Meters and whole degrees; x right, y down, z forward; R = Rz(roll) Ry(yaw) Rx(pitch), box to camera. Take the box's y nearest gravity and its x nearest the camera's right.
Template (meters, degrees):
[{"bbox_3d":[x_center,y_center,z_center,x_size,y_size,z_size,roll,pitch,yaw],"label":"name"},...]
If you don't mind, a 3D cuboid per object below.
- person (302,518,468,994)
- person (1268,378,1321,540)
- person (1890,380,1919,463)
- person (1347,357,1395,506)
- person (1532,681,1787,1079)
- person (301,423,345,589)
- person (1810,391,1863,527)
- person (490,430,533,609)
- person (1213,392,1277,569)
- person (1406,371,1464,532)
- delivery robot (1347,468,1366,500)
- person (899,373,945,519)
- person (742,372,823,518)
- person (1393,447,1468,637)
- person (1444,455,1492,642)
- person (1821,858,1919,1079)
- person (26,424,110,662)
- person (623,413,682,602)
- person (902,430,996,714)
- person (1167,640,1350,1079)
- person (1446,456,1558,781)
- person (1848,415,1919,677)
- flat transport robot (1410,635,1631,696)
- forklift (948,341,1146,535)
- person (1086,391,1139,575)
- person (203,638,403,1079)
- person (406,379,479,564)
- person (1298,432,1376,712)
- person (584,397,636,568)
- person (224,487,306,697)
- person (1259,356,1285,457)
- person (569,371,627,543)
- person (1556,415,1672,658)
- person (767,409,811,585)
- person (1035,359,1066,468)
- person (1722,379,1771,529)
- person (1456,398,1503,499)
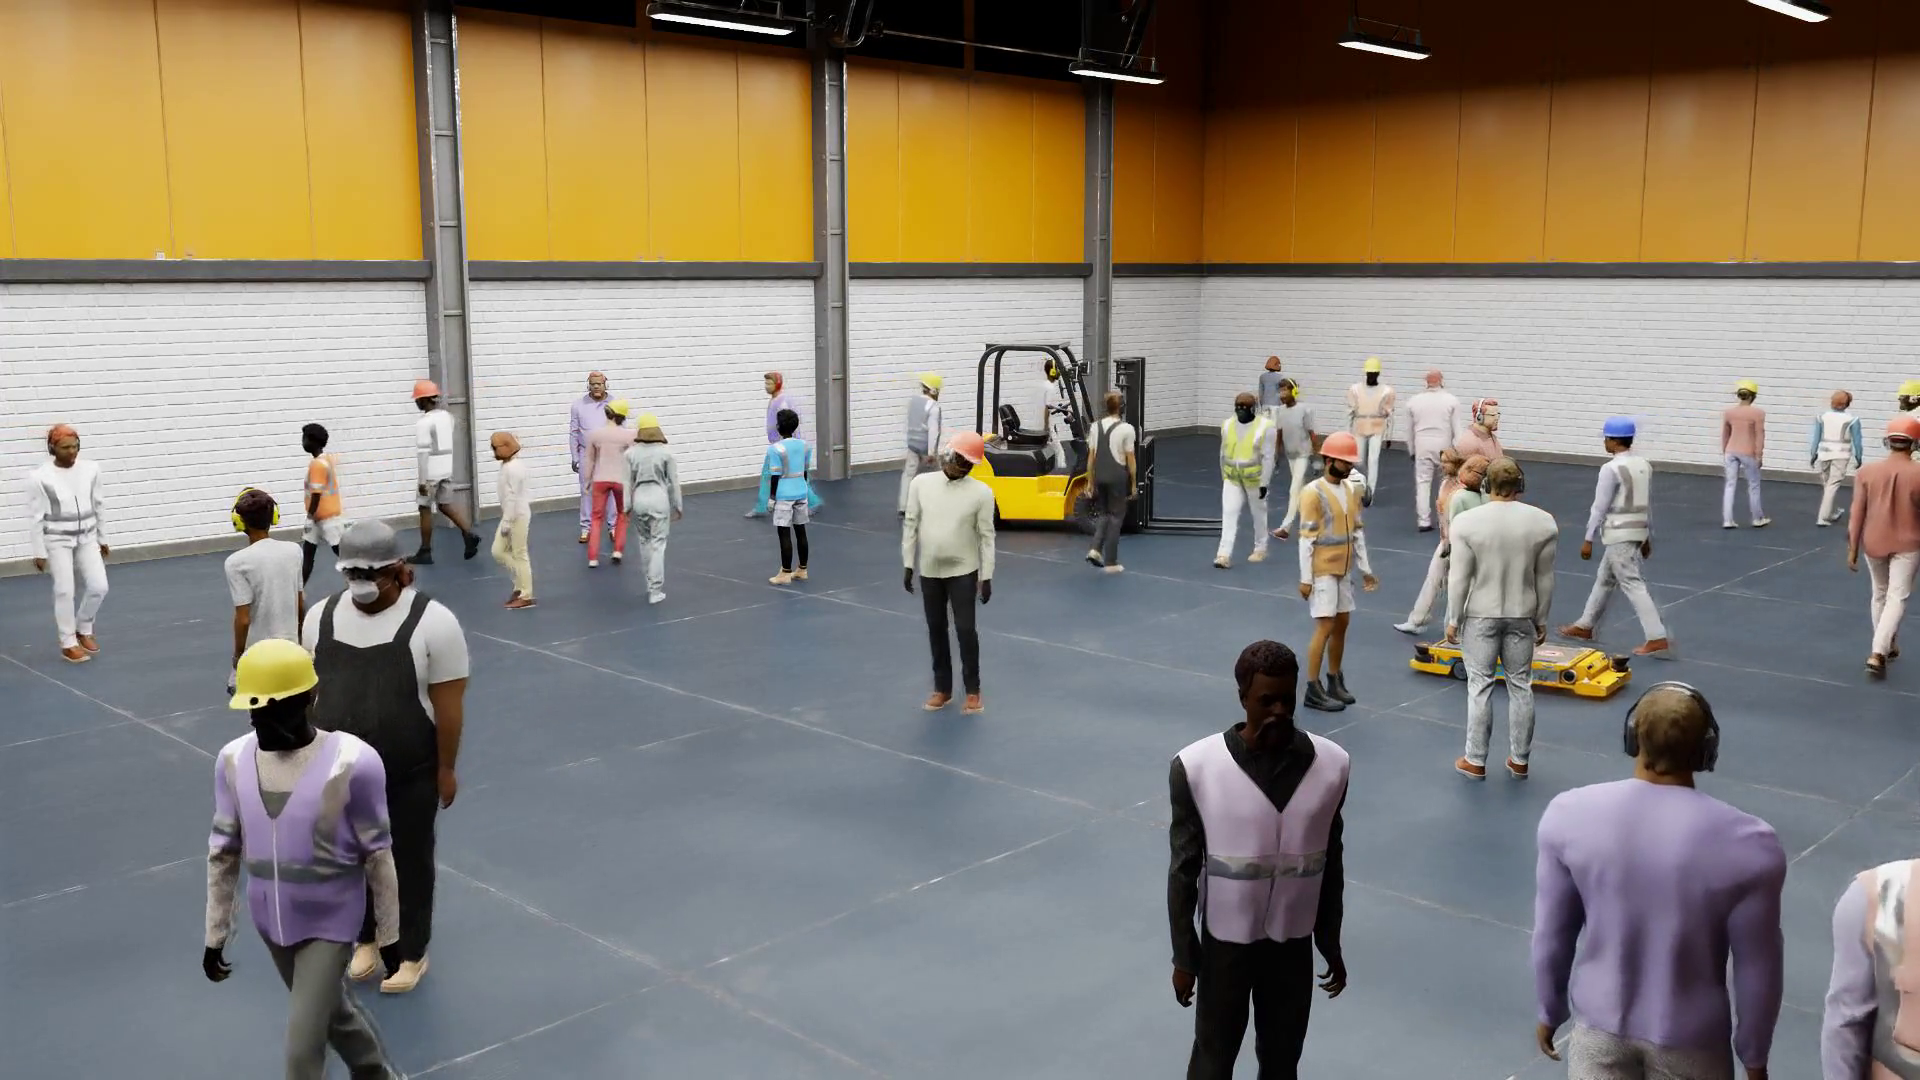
[{"bbox_3d":[-2.411,0.896,6.930,0.710,2.000,0.535,0,9,2],"label":"person"},{"bbox_3d":[3.726,-0.903,18.683,0.894,1.806,0.538,-6,11,-31],"label":"person"},{"bbox_3d":[10.752,-0.895,18.649,0.676,1.808,0.588,3,10,16],"label":"person"},{"bbox_3d":[5.293,-1.408,21.443,0.601,1.913,0.616,5,10,26],"label":"person"},{"bbox_3d":[1.886,1.337,4.540,0.635,1.938,0.355,6,11,33],"label":"person"},{"bbox_3d":[-5.777,-0.232,15.036,0.867,1.648,0.547,-3,10,-19],"label":"person"},{"bbox_3d":[10.398,-0.964,19.706,0.875,1.590,0.541,-6,11,-34],"label":"person"},{"bbox_3d":[-3.981,-0.175,14.776,0.362,1.613,0.495,-5,11,-28],"label":"person"},{"bbox_3d":[2.907,-0.609,16.945,0.630,1.792,0.977,6,11,31],"label":"person"},{"bbox_3d":[5.568,-1.042,19.402,0.707,1.844,0.974,5,10,28],"label":"person"},{"bbox_3d":[4.976,-0.770,21.402,0.477,0.478,0.707,0,9,-2],"label":"delivery robot"},{"bbox_3d":[-0.381,-1.148,20.273,0.602,1.758,0.954,9,13,44],"label":"person"},{"bbox_3d":[-2.141,-1.154,20.253,0.972,1.802,0.585,-4,10,-21],"label":"person"},{"bbox_3d":[4.046,0.034,13.599,0.889,1.589,0.515,-2,10,-15],"label":"person"},{"bbox_3d":[3.900,0.159,12.697,0.281,1.633,0.499,9,13,44],"label":"person"},{"bbox_3d":[2.521,1.471,4.233,0.613,1.787,0.952,6,11,31],"label":"person"},{"bbox_3d":[-6.833,0.027,12.793,0.421,1.863,0.602,6,11,33],"label":"person"},{"bbox_3d":[-2.812,-0.314,15.340,0.521,1.707,0.735,1,9,3],"label":"person"},{"bbox_3d":[-0.075,0.217,11.418,0.657,1.953,0.363,2,10,14],"label":"person"},{"bbox_3d":[0.923,1.245,5.176,0.591,1.917,0.392,-3,10,-15],"label":"person"},{"bbox_3d":[3.190,0.469,9.868,0.628,1.936,0.375,0,9,0],"label":"person"},{"bbox_3d":[7.014,0.039,12.487,0.626,1.956,1.018,9,13,43],"label":"person"},{"bbox_3d":[4.145,0.900,12.316,1.431,0.197,0.652,7,11,35],"label":"flat transport robot"},{"bbox_3d":[0.977,-1.223,19.452,2.313,2.155,1.214,2,9,11],"label":"forklift"},{"bbox_3d":[1.523,-0.569,16.560,0.501,1.828,0.406,9,13,43],"label":"person"},{"bbox_3d":[-2.143,1.228,5.449,0.608,1.885,1.002,3,10,16],"label":"person"},{"bbox_3d":[-5.350,-0.695,17.047,0.721,1.919,0.590,3,10,20],"label":"person"},{"bbox_3d":[2.595,0.206,11.527,0.423,1.920,0.550,9,13,44],"label":"person"},{"bbox_3d":[-3.568,-0.586,16.975,0.551,1.726,0.559,0,9,1],"label":"person"},{"bbox_3d":[-3.757,0.643,9.025,0.332,1.866,0.514,4,10,24],"label":"person"},{"bbox_3d":[5.035,-2.144,26.812,0.279,1.634,0.499,-8,12,-39],"label":"person"},{"bbox_3d":[-4.004,-0.918,18.460,0.639,1.911,0.406,-2,9,-11],"label":"person"},{"bbox_3d":[5.242,-0.040,13.149,0.621,1.895,1.033,-8,12,-42],"label":"person"},{"bbox_3d":[-1.650,-0.413,16.009,0.318,1.697,0.535,7,11,35],"label":"person"},{"bbox_3d":[1.286,-1.476,22.087,0.880,1.834,0.543,-2,9,-10],"label":"person"},{"bbox_3d":[9.195,-1.000,19.426,0.696,1.741,0.552,-6,11,-35],"label":"person"},{"bbox_3d":[4.593,-0.296,14.650,0.407,1.908,0.641,7,11,35],"label":"person"}]
